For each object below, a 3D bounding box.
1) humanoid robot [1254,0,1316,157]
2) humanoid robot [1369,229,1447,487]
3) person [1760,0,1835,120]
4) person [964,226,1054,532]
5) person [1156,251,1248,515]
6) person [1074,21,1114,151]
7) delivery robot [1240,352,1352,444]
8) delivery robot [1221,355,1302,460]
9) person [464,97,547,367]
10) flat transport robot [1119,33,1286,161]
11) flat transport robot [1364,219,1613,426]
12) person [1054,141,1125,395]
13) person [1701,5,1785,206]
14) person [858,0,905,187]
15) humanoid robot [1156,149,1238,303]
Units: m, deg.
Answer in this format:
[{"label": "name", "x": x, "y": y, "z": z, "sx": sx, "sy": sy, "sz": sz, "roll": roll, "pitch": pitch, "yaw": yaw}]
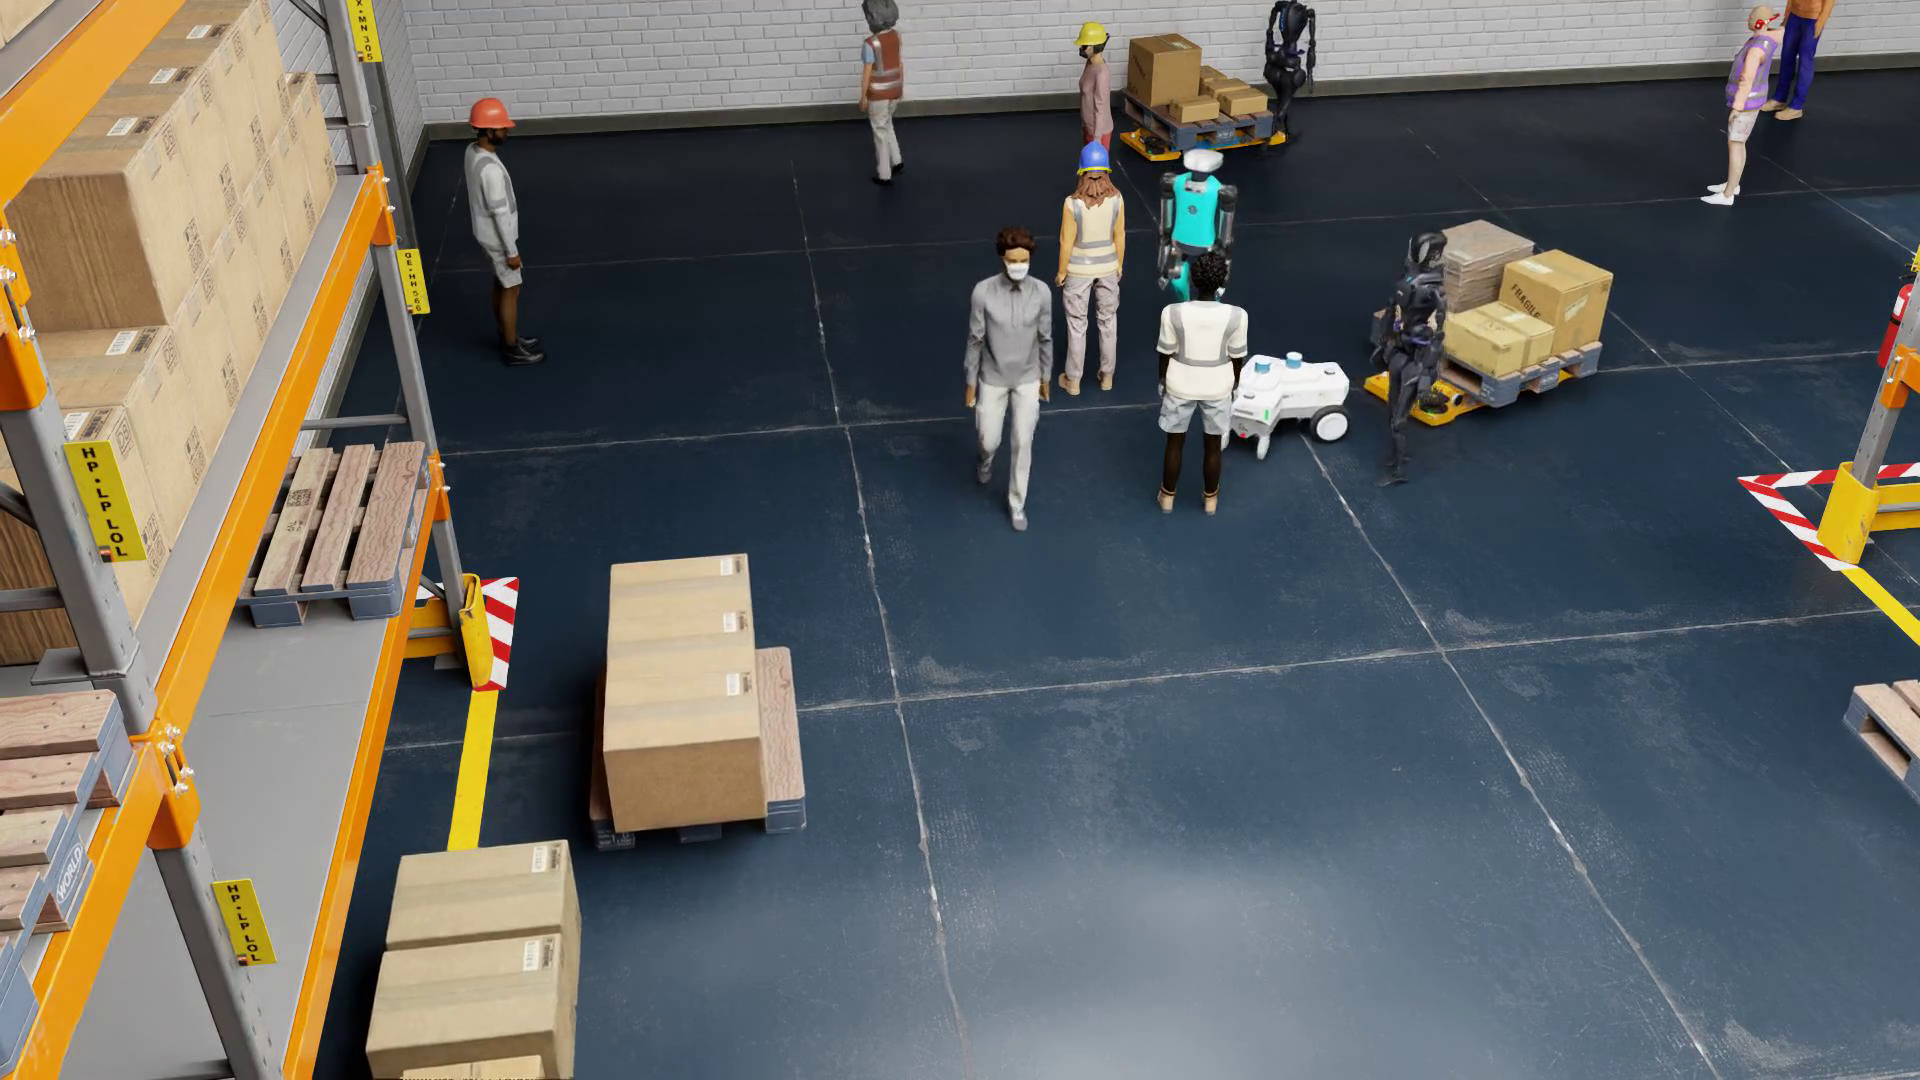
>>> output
[{"label": "humanoid robot", "x": 3.008, "y": -4.383, "z": 15.327, "sx": 0.790, "sy": 1.620, "sz": 0.601, "roll": -24, "pitch": 40, "yaw": -32}, {"label": "humanoid robot", "x": 2.764, "y": -1.143, "z": 10.307, "sx": 0.410, "sy": 1.648, "sz": 0.603, "roll": -10, "pitch": 35, "yaw": -15}, {"label": "person", "x": 8.187, "y": -5.088, "z": 16.098, "sx": 0.402, "sy": 1.973, "sz": 0.516, "roll": -11, "pitch": 35, "yaw": -16}, {"label": "person", "x": 0.292, "y": -0.991, "z": 9.891, "sx": 0.552, "sy": 1.885, "sz": 0.597, "roll": -4, "pitch": 33, "yaw": -6}, {"label": "person", "x": 1.425, "y": -0.914, "z": 9.948, "sx": 0.533, "sy": 1.693, "sz": 0.320, "roll": 3, "pitch": 33, "yaw": 5}, {"label": "person", "x": 1.080, "y": -3.372, "z": 13.660, "sx": 0.347, "sy": 1.759, "sz": 0.520, "roll": -5, "pitch": 33, "yaw": -7}, {"label": "delivery robot", "x": 2.223, "y": -0.959, "z": 11.065, "sx": 0.770, "sy": 0.599, "sz": 0.505, "roll": -4, "pitch": 33, "yaw": -6}, {"label": "delivery robot", "x": 1.990, "y": -0.932, "z": 11.036, "sx": 0.499, "sy": 0.614, "sz": 0.790, "roll": 15, "pitch": 36, "yaw": 21}, {"label": "person", "x": -3.191, "y": -2.137, "z": 11.615, "sx": 0.390, "sy": 1.927, "sz": 0.548, "roll": -16, "pitch": 36, "yaw": -23}, {"label": "flat transport robot", "x": 2.301, "y": -3.860, "z": 15.768, "sx": 1.431, "sy": 0.231, "sz": 0.659, "roll": -12, "pitch": 35, "yaw": -18}, {"label": "flat transport robot", "x": 3.596, "y": -1.182, "z": 11.663, "sx": 1.431, "sy": 0.231, "sz": 0.659, "roll": -19, "pitch": 38, "yaw": -26}, {"label": "person", "x": 0.880, "y": -1.828, "z": 11.271, "sx": 0.469, "sy": 1.778, "sz": 0.310, "roll": -7, "pitch": 34, "yaw": -11}, {"label": "person", "x": 6.723, "y": -3.730, "z": 14.272, "sx": 0.350, "sy": 1.686, "sz": 0.486, "roll": 18, "pitch": 37, "yaw": 25}, {"label": "person", "x": -0.693, "y": -3.925, "z": 14.566, "sx": 0.369, "sy": 1.675, "sz": 0.466, "roll": 27, "pitch": 42, "yaw": 35}, {"label": "humanoid robot", "x": 1.652, "y": -1.846, "z": 11.409, "sx": 0.530, "sy": 1.864, "sz": 0.730, "roll": 15, "pitch": 36, "yaw": 22}]
